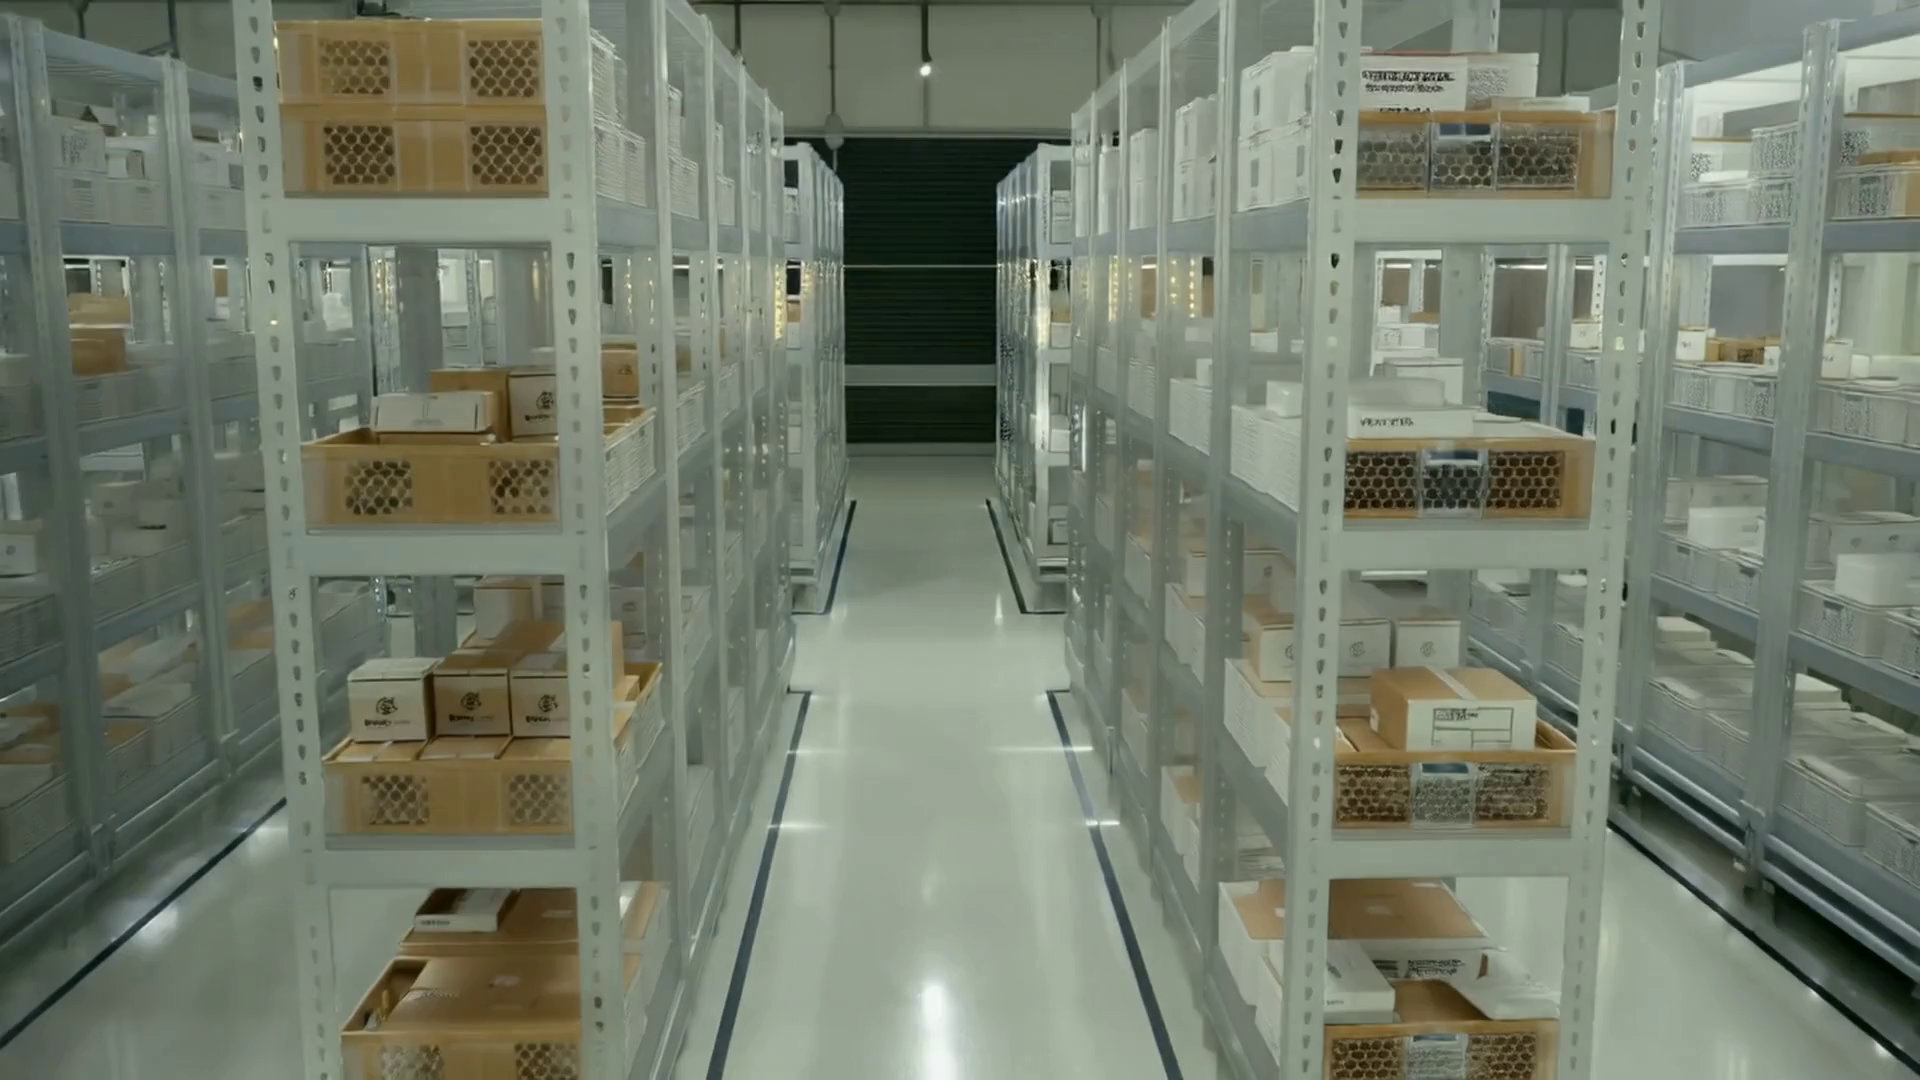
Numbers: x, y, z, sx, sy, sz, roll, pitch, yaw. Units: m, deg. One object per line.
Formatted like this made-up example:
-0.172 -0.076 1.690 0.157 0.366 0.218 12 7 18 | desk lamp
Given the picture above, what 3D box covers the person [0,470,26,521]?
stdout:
-6.241 -0.005 10.971 1.011 1.791 0.583 0 9 1 | person
